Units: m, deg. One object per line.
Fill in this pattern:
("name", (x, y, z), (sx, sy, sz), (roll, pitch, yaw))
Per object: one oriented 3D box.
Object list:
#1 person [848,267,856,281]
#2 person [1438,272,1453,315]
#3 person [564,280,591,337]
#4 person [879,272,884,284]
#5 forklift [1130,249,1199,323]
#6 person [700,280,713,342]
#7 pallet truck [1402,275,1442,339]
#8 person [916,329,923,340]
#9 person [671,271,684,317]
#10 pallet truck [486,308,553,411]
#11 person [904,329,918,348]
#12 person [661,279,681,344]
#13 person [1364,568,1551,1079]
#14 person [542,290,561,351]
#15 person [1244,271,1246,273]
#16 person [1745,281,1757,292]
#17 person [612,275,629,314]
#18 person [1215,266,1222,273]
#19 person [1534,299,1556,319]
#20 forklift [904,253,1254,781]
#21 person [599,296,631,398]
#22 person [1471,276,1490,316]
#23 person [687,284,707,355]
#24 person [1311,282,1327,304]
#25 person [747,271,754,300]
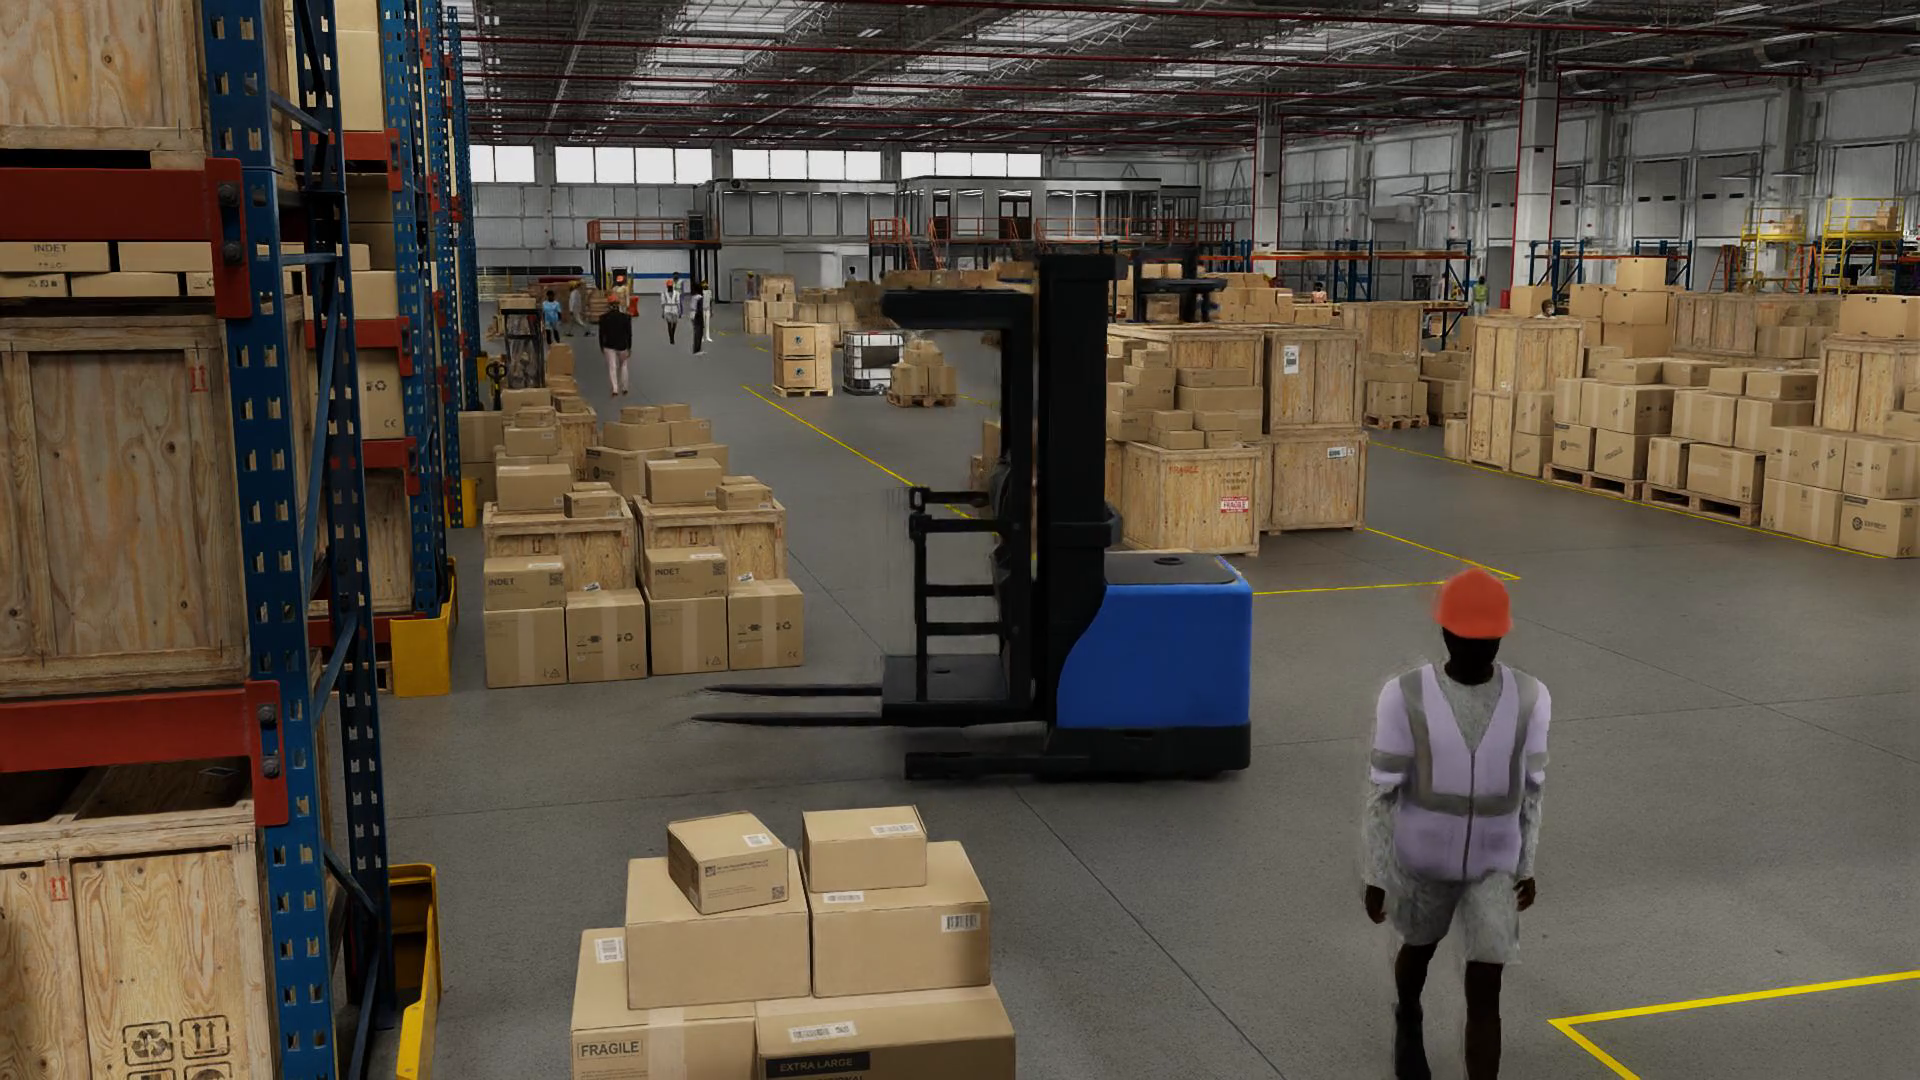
("person", (-4.843, -11.292, 74.698), (0.367, 1.966, 0.603), (-5, 11, -25))
("person", (20.027, -10.140, 68.626), (0.635, 1.813, 0.616), (3, 10, 16))
("person", (-12.153, -7.337, 52.808), (0.858, 1.806, 0.599), (0, 10, -1))
("person", (-3.225, -10.445, 70.414), (0.973, 1.803, 0.517), (8, 13, 38))
("forklift", (2.909, -2.776, 23.893), (1.129, 2.768, 1.873), (-3, 10, -15))
("person", (-7.706, -6.934, 50.296), (0.515, 1.873, 0.329), (-7, 12, -34))
("pallet truck", (14.620, -7.324, 52.145), (0.823, 1.965, 1.885), (8, 13, 40))
("person", (-0.954, -4.806, 38.285), (0.709, 1.862, 0.585), (1, 10, 5))
("person", (-11.406, -9.867, 66.919), (0.638, 1.880, 0.868), (0, 10, 0))
("pallet truck", (-6.242, -2.418, 24.362), (0.823, 1.965, 1.885), (1, 10, 3))
("person", (-1.077, -4.539, 37.447), (0.422, 1.626, 0.515), (1, 10, 7))
("person", (-8.555, -6.762, 49.193), (0.554, 1.916, 0.696), (-3, 11, -18))
("person", (1.583, 0.999, 5.348), (0.569, 1.887, 1.016), (1, 10, 6))
("person", (-11.242, -6.044, 45.825), (0.538, 1.674, 0.727), (-1, 10, -5))
("person", (10.944, -9.320, 63.616), (0.545, 1.938, 0.358), (-9, 14, -42))
("person", (27.296, -8.211, 57.364), (0.591, 1.927, 0.366), (-9, 13, -40))
("person", (-11.322, -7.886, 55.578), (0.548, 1.916, 0.796), (-1, 10, -4))
("person", (12.831, -12.655, 82.589), (0.637, 1.901, 0.855), (6, 11, 29))
("person", (10.407, -3.317, 29.623), (0.630, 1.940, 0.373), (-7, 12, -33))
("forklift", (0.627, -0.176, 9.169), (1.873, 2.768, 1.129), (0, 10, -1))
("person", (-6.559, -3.675, 31.686), (0.598, 1.931, 0.983), (-3, 10, -15))
("person", (18.643, -8.548, 59.611), (0.633, 1.811, 0.837), (3, 10, 17))
("person", (-6.934, -5.839, 44.119), (0.621, 1.876, 0.598), (-5, 11, -28))
("person", (11.930, -7.729, 55.319), (0.535, 1.692, 0.321), (5, 11, 28))
("person", (-9.371, -11.145, 74.436), (0.329, 1.767, 0.528), (3, 11, 19))
